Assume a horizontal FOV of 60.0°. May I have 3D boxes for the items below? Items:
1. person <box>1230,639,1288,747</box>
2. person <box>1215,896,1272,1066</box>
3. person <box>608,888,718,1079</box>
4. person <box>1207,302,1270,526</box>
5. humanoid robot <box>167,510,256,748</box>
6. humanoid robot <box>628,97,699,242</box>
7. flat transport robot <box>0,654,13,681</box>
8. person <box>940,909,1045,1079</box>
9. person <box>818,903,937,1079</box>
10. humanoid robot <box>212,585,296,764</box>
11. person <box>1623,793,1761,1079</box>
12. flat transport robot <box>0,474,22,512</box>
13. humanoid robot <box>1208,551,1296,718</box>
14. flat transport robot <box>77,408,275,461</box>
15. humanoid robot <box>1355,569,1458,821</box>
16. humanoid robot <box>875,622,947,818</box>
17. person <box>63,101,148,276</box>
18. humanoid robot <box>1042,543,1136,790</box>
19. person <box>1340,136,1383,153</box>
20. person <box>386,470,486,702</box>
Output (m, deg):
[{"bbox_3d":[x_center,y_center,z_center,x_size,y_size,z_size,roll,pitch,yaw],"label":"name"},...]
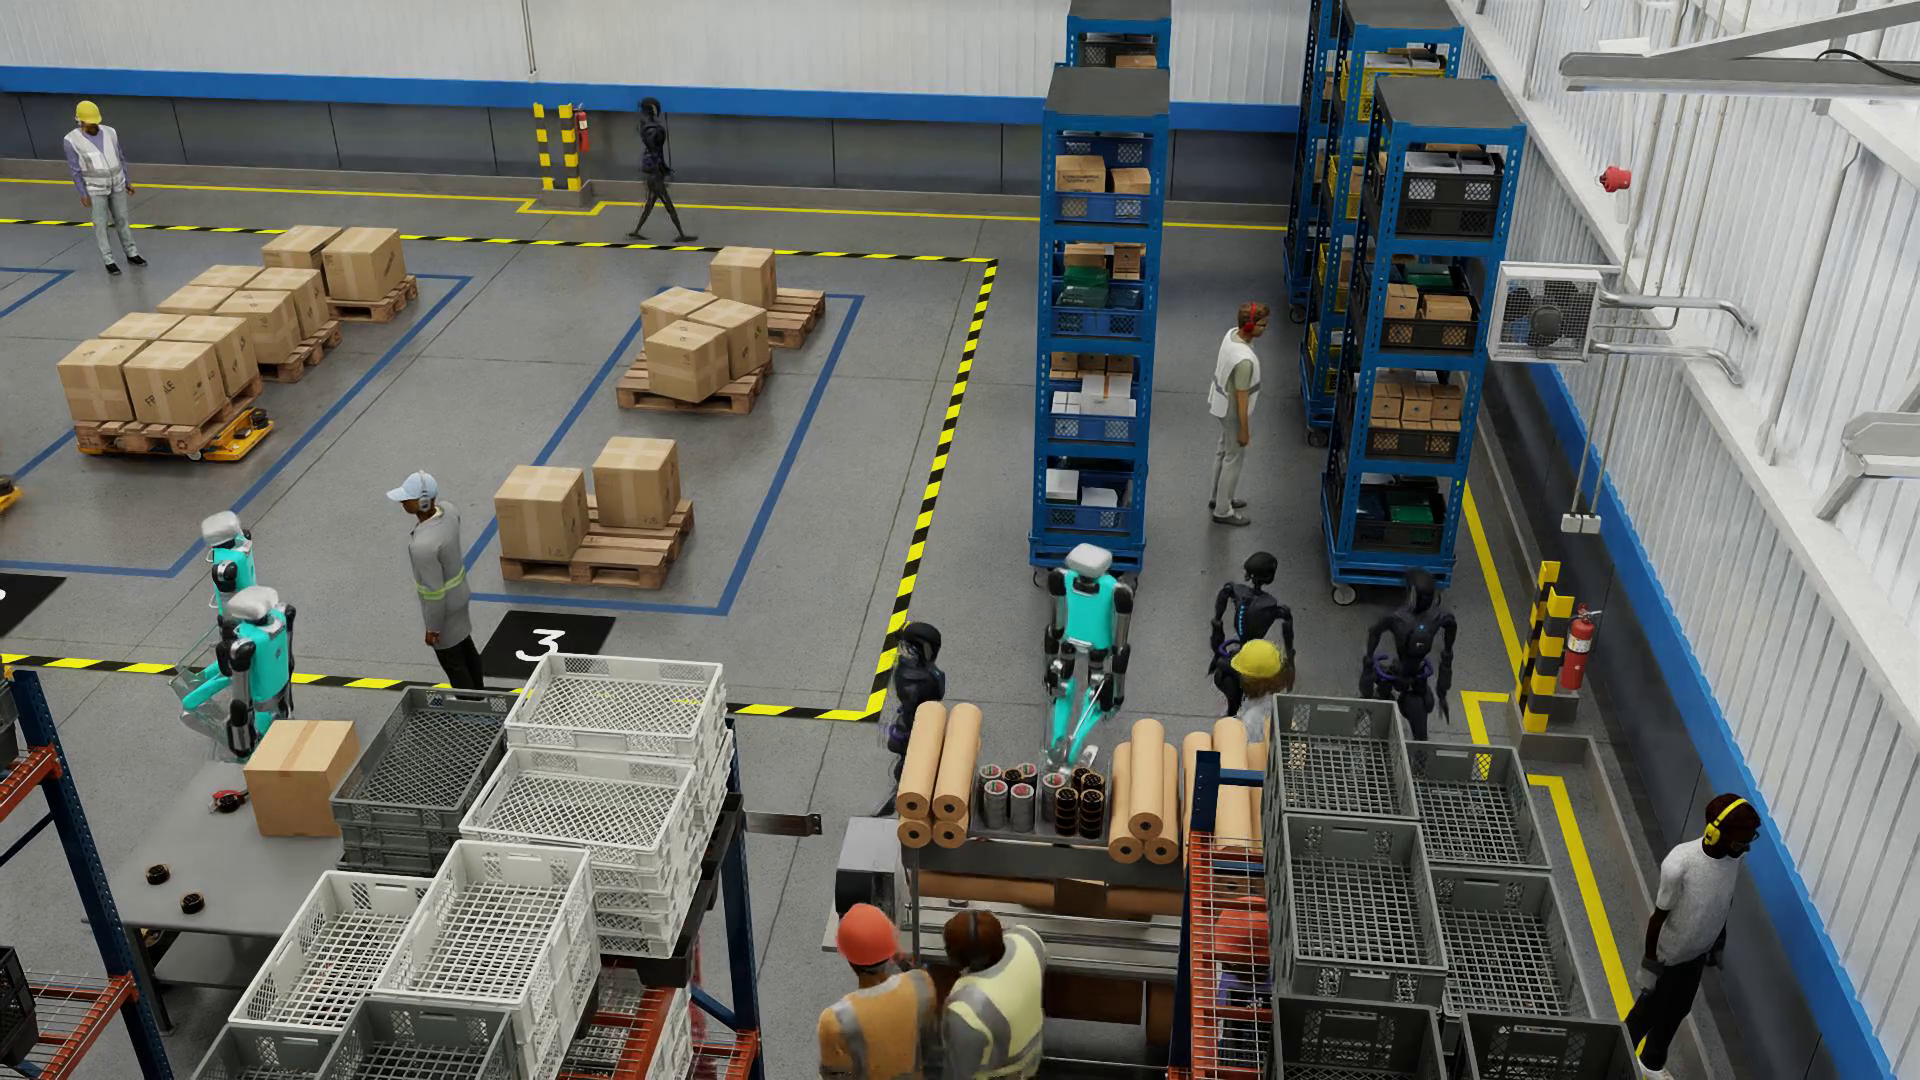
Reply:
[{"bbox_3d":[1.672,1.258,9.070,0.808,1.704,0.518,18,35,28],"label":"person"},{"bbox_3d":[1.143,2.291,6.976,0.375,2.045,0.604,-12,32,-20],"label":"person"},{"bbox_3d":[-1.322,2.127,7.427,0.659,1.879,0.606,16,34,26],"label":"person"},{"bbox_3d":[2.108,-0.971,12.790,0.398,1.832,0.565,0,30,-1],"label":"person"},{"bbox_3d":[-4.512,0.625,10.003,0.735,1.681,0.533,-5,31,-9],"label":"humanoid robot"},{"bbox_3d":[-3.355,-4.072,18.328,0.789,1.644,0.603,-2,30,-3],"label":"humanoid robot"},{"bbox_3d":[-7.142,0.969,11.010,1.431,0.231,0.659,3,30,6],"label":"flat transport robot"},{"bbox_3d":[0.140,2.269,7.236,0.430,1.812,0.699,22,37,32],"label":"person"},{"bbox_3d":[-0.392,2.308,7.092,0.598,1.894,0.890,-17,34,-27],"label":"person"},{"bbox_3d":[-4.090,1.047,9.443,0.783,1.799,0.554,6,31,10],"label":"humanoid robot"},{"bbox_3d":[3.387,1.933,7.778,0.511,1.858,0.333,-13,33,-22],"label":"person"},{"bbox_3d":[-8.333,-0.326,13.206,1.431,0.197,0.652,3,30,6],"label":"flat transport robot"},{"bbox_3d":[1.751,0.777,9.929,0.615,1.648,0.386,25,38,36],"label":"humanoid robot"},{"bbox_3d":[-6.728,-0.944,14.268,1.431,0.197,0.652,3,30,6],"label":"flat transport robot"},{"bbox_3d":[2.593,0.919,9.701,0.584,1.641,0.573,-4,31,-8],"label":"humanoid robot"},{"bbox_3d":[-0.274,1.147,9.369,0.766,1.647,0.616,6,31,11],"label":"humanoid robot"},{"bbox_3d":[-9.005,-3.722,17.521,0.403,1.822,0.588,20,36,30],"label":"person"},{"bbox_3d":[0.648,0.908,9.647,0.547,1.739,0.986,16,34,26],"label":"humanoid robot"},{"bbox_3d":[4.283,-3.981,17.936,0.535,1.858,0.357,14,33,22],"label":"person"},{"bbox_3d":[-3.260,0.393,10.423,0.373,1.852,0.597,0,30,0],"label":"person"}]
